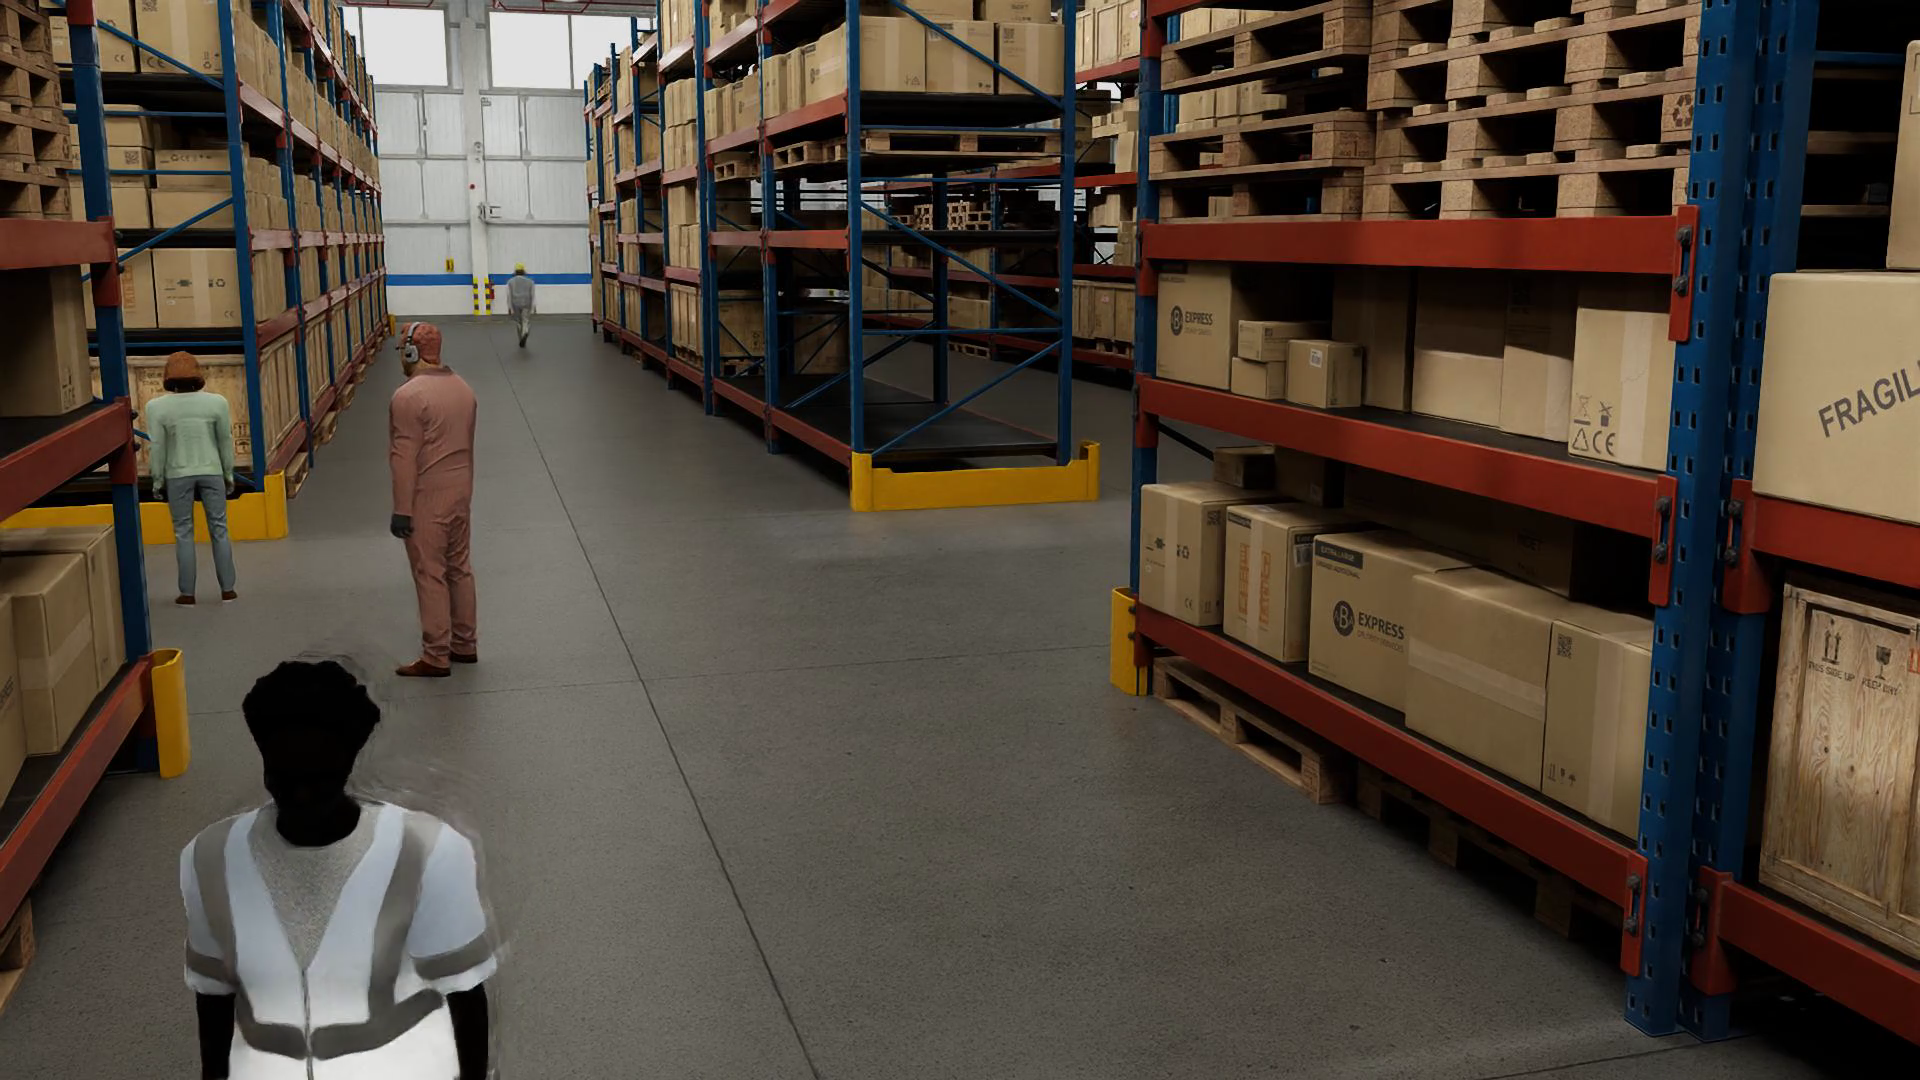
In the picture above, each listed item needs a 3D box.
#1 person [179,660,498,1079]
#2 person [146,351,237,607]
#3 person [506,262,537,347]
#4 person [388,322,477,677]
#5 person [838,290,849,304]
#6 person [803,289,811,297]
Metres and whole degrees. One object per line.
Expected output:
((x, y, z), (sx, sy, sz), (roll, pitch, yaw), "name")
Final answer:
((-1.106, 0.978, 3.068), (0.563, 1.658, 0.826), (0, 10, -2), "person")
((-4.885, -0.386, 10.603), (0.498, 1.633, 0.280), (-6, 12, -31), "person")
((-9.332, -4.997, 35.398), (0.628, 1.807, 0.586), (-1, 10, -7), "person")
((-2.858, -0.219, 8.969), (0.400, 1.902, 0.641), (3, 11, 14), "person")
((-2.308, -4.844, 34.182), (0.384, 1.949, 0.605), (4, 11, 20), "person")
((-3.980, -6.199, 42.498), (0.539, 1.610, 0.693), (5, 12, 26), "person")
